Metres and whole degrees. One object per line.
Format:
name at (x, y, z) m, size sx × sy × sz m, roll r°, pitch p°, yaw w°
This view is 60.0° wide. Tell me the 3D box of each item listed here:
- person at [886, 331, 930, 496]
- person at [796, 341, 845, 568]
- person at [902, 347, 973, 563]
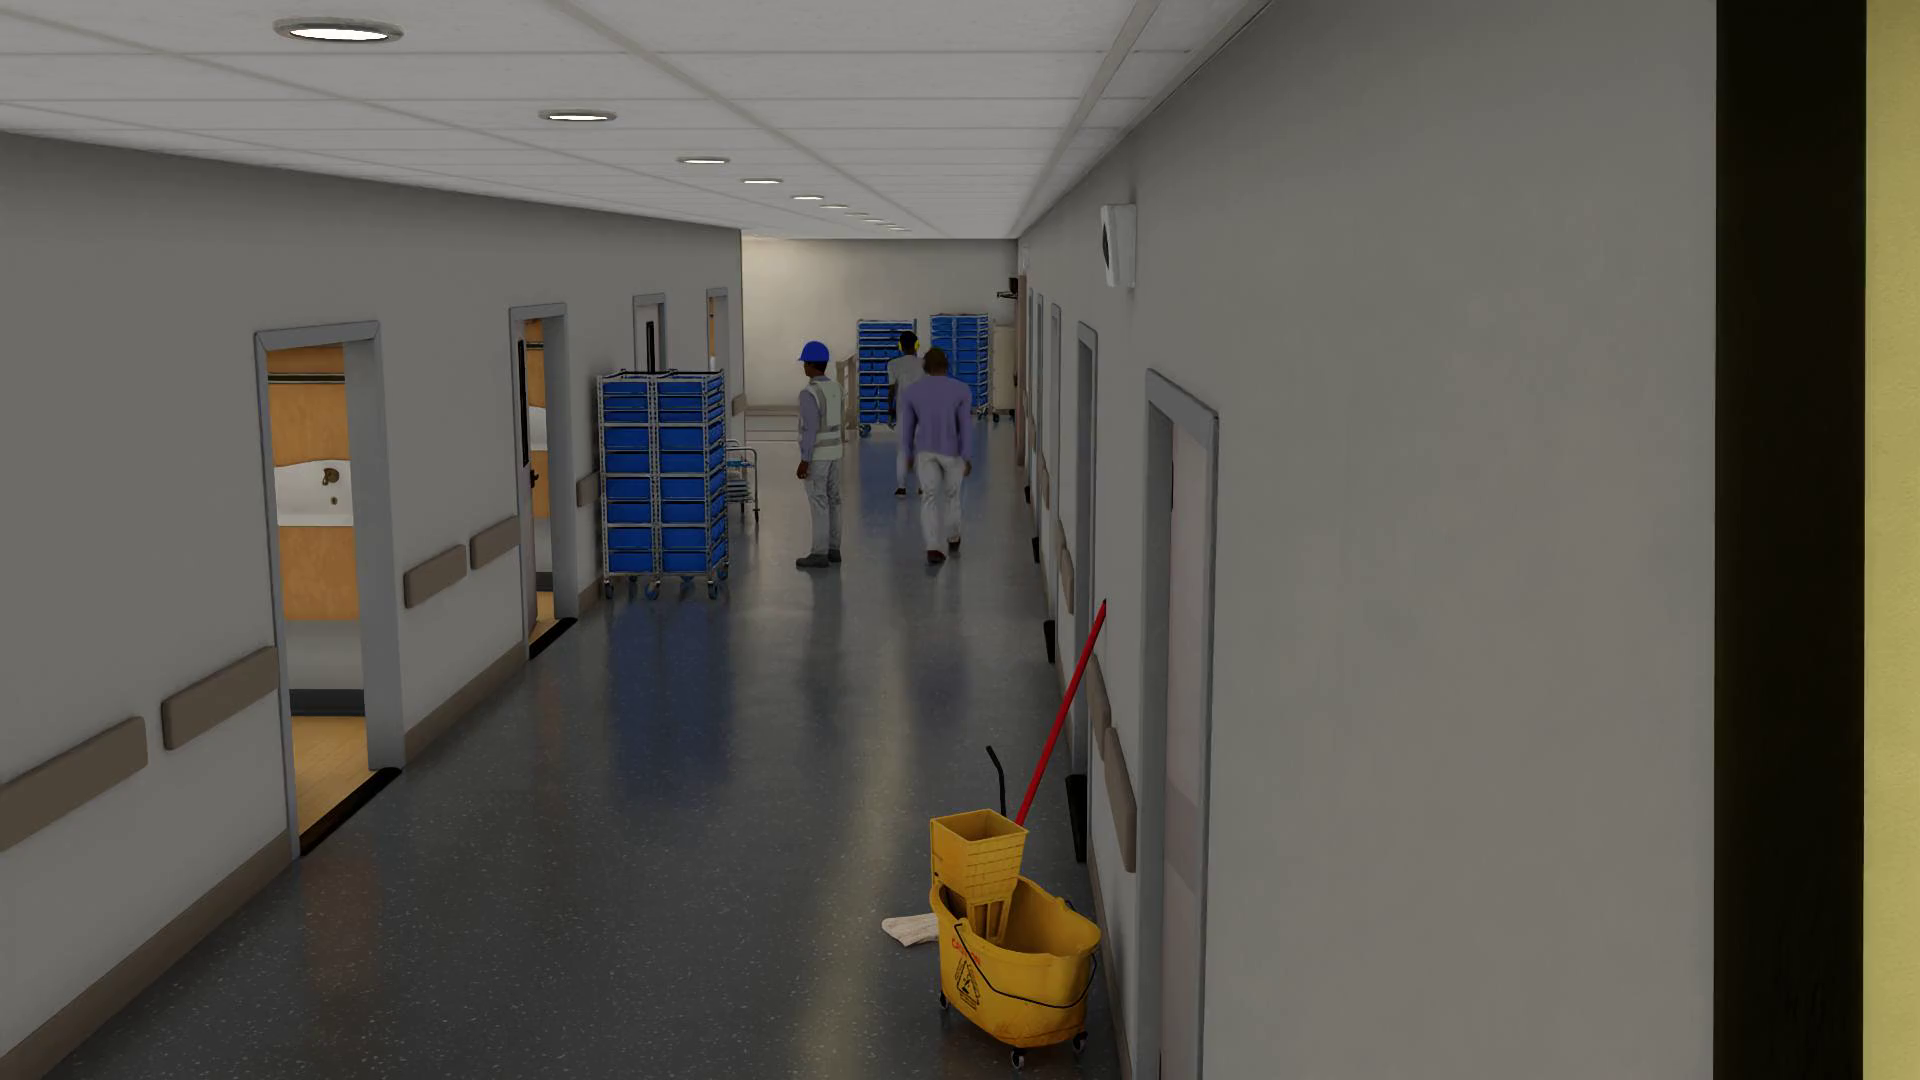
person at (-0.568, -1.414, 18.685) m, size 0.521 × 1.860 × 0.328 m, roll 0°, pitch 9°, yaw -3°
person at (-1.215, -0.736, 14.351) m, size 0.389 × 1.949 × 0.604 m, roll 4°, pitch 10°, yaw 23°
person at (-0.198, -0.763, 14.730) m, size 0.645 × 1.876 × 1.059 m, roll 1°, pitch 10°, yaw 7°
